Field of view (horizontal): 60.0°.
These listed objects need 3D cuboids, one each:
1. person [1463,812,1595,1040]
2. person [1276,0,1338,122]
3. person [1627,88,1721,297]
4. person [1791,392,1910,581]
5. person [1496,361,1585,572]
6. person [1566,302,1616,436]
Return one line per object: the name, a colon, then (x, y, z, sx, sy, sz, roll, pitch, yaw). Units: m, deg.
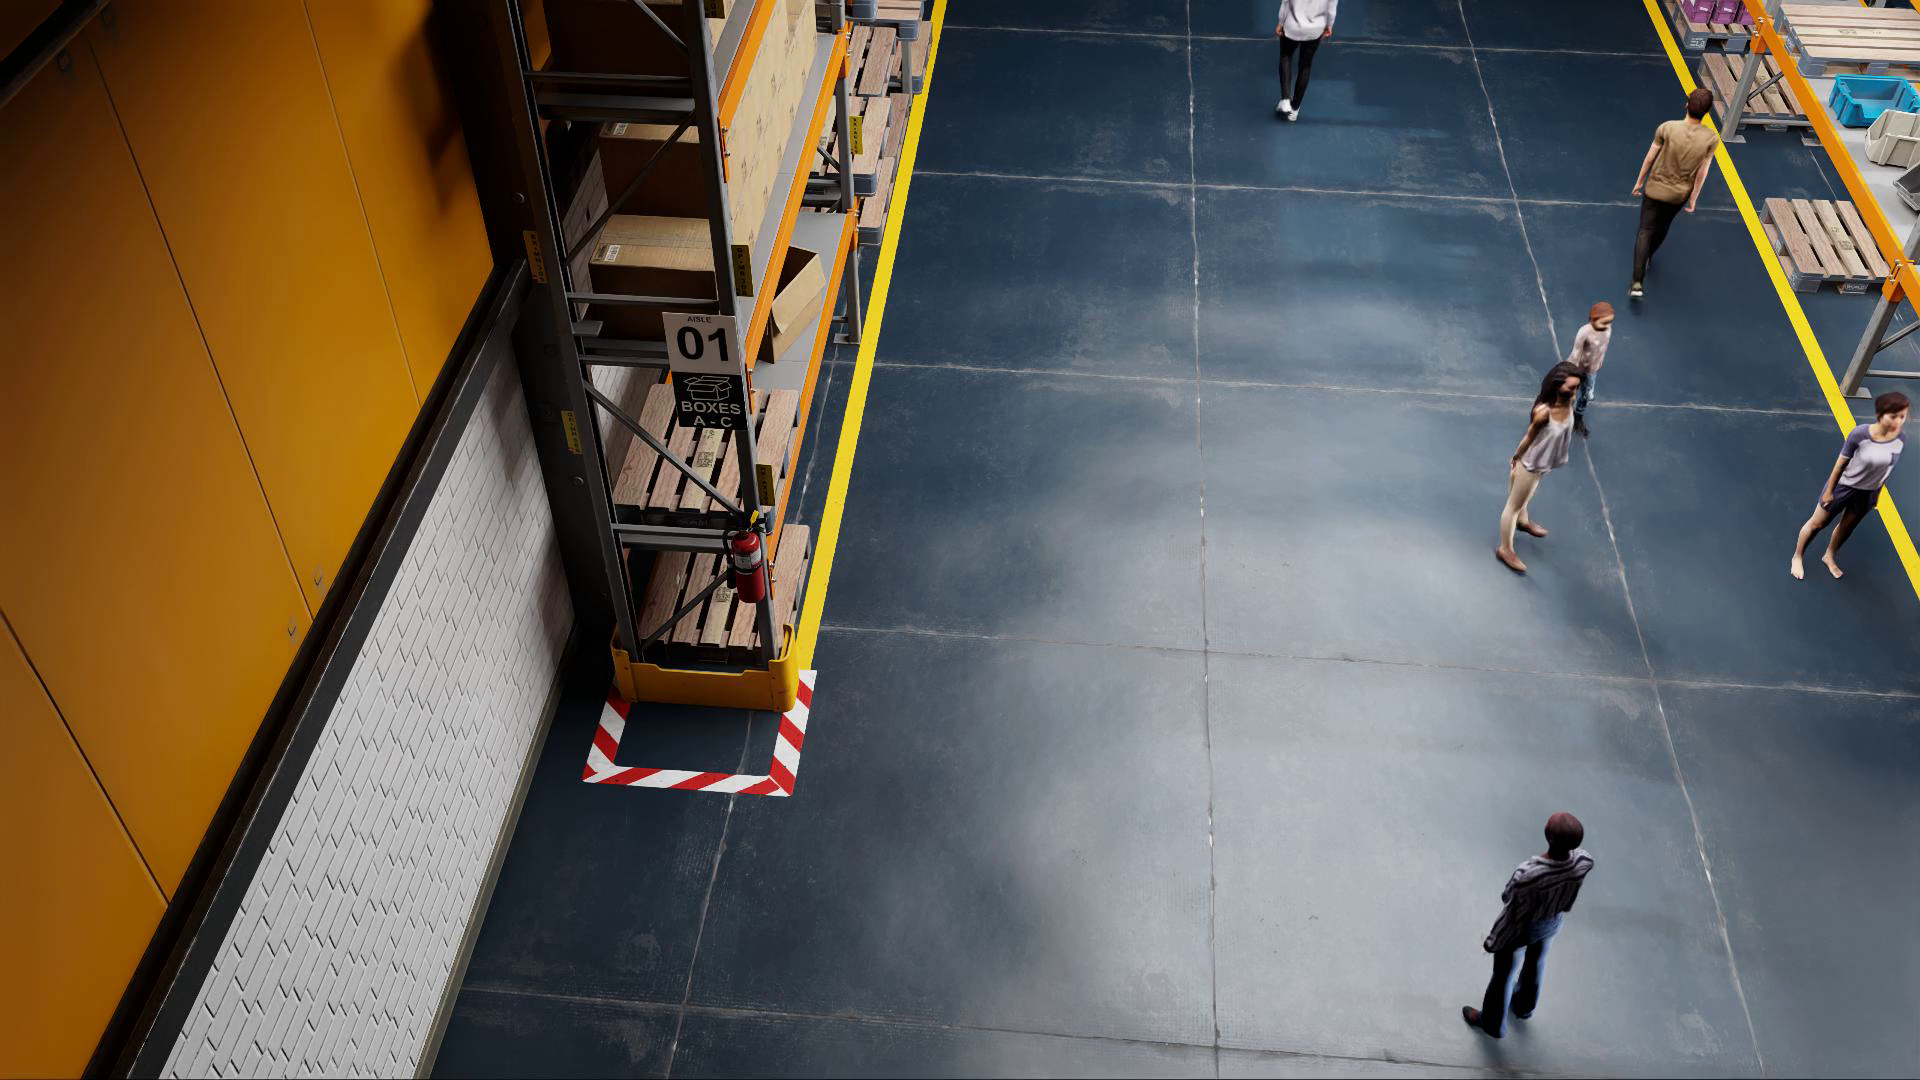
person: (3.004, 2.038, 8.765, 0.717, 1.794, 0.719, -18, 46, -18)
person: (3.305, -4.889, 15.946, 0.713, 1.918, 0.675, 5, 44, 6)
person: (5.898, -2.866, 13.897, 0.874, 1.816, 1.272, 13, 45, 13)
person: (6.170, -0.379, 11.468, 0.577, 1.564, 0.539, 0, 44, 0)
person: (4.108, -0.509, 11.544, 0.839, 1.648, 0.761, -1, 44, -1)
person: (4.758, -1.368, 12.780, 0.557, 1.186, 0.584, -8, 44, -8)
